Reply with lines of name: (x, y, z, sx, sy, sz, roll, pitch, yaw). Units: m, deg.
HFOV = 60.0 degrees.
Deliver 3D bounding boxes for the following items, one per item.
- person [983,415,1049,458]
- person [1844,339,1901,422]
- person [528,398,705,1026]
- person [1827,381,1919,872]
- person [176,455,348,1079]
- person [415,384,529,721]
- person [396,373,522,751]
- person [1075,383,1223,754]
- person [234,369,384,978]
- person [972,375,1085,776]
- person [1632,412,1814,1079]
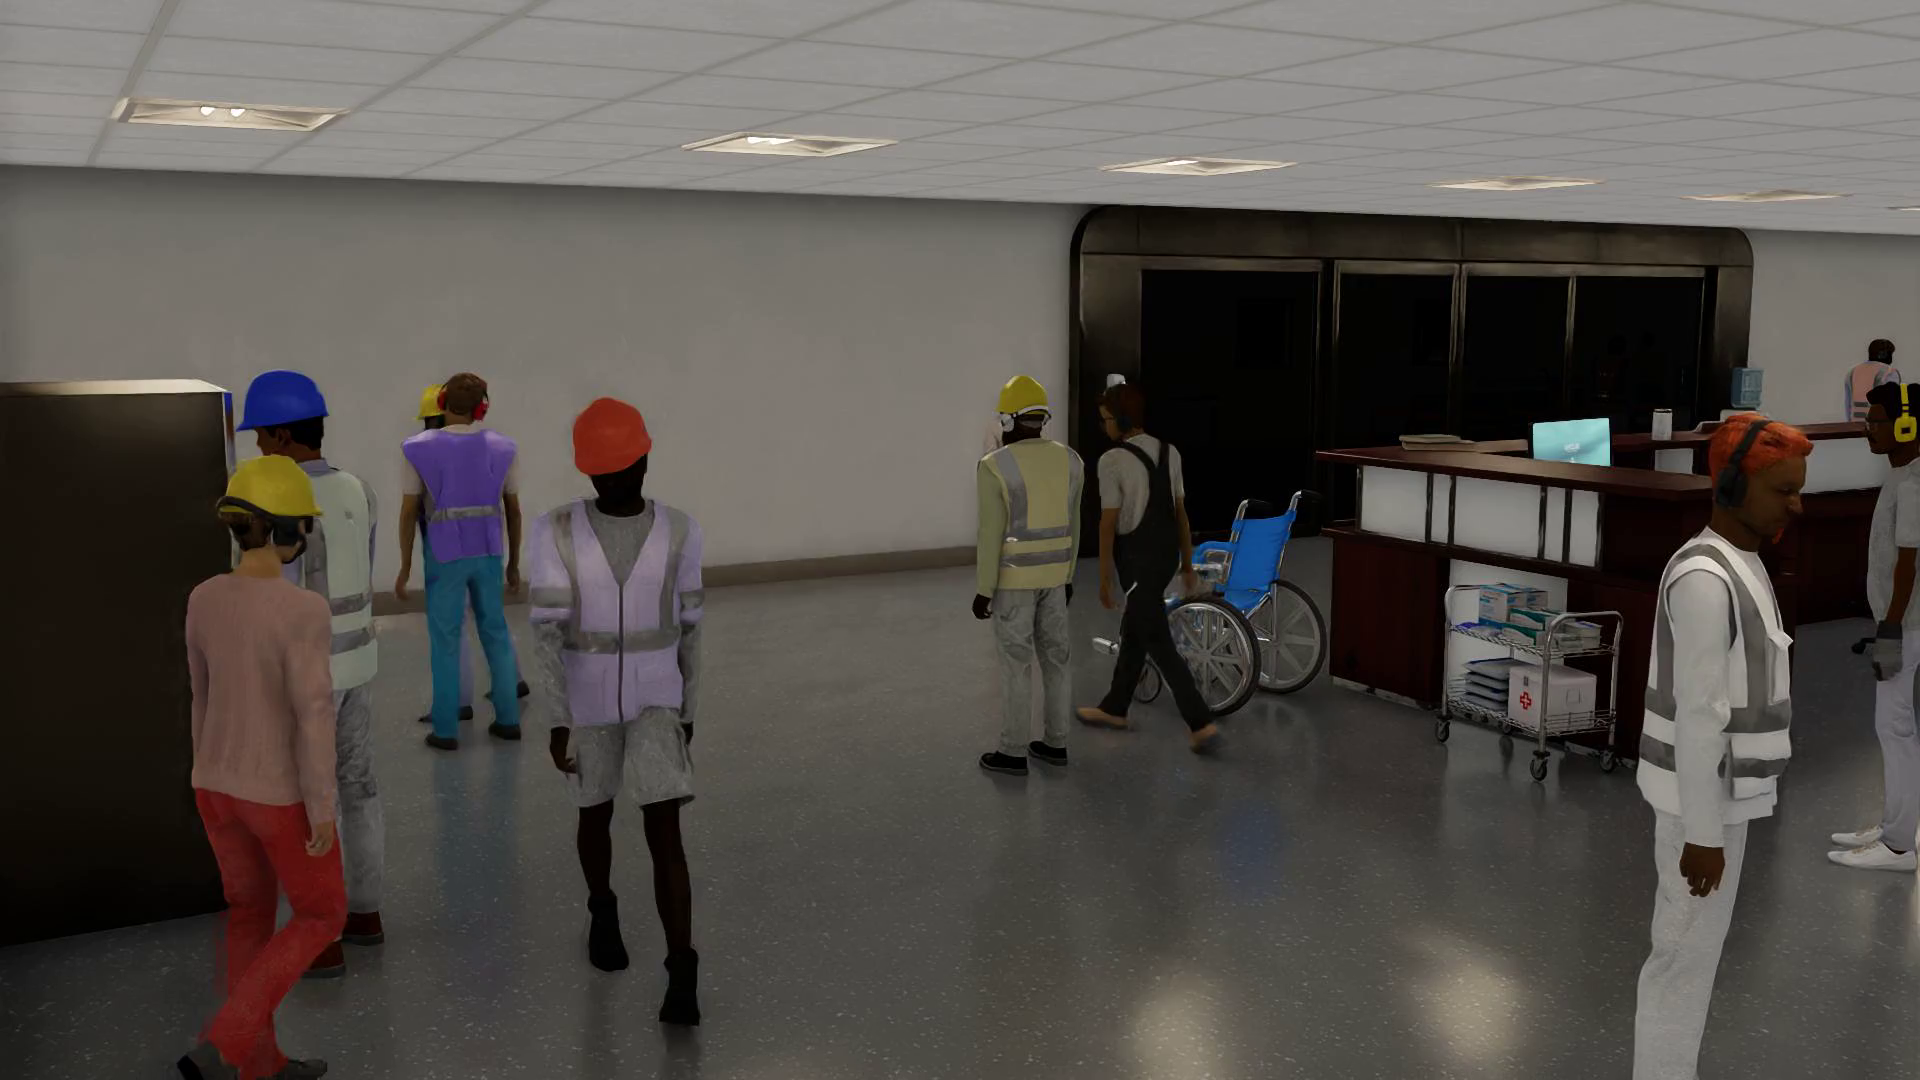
person: (0.410, -0.349, 12.120, 0.504, 1.628, 0.284, -2, 8, -11)
person: (9.389, -1.140, 17.072, 0.430, 1.838, 0.619, -3, 8, -18)
person: (-1.030, 0.503, 5.084, 0.536, 1.866, 0.993, -2, 8, -15)
person: (3.564, 0.330, 6.347, 0.326, 1.862, 0.507, 5, 9, 30)
person: (-1.845, 0.661, 4.322, 0.541, 1.753, 0.535, 4, 9, 26)
person: (-2.611, 0.060, 8.737, 0.397, 1.757, 0.615, 1, 8, 4)
person: (-2.404, 0.115, 8.067, 0.610, 1.828, 0.416, -6, 10, -35)
person: (0.935, 0.131, 8.085, 0.565, 1.789, 0.969, -7, 10, -41)
person: (-2.083, 0.426, 5.342, 0.391, 1.944, 0.603, 1, 8, 9)
person: (0.295, 0.163, 7.644, 0.592, 1.834, 0.404, -6, 10, -36)
person: (1.836, 0.634, 4.057, 0.338, 1.880, 0.585, 5, 9, 30)
